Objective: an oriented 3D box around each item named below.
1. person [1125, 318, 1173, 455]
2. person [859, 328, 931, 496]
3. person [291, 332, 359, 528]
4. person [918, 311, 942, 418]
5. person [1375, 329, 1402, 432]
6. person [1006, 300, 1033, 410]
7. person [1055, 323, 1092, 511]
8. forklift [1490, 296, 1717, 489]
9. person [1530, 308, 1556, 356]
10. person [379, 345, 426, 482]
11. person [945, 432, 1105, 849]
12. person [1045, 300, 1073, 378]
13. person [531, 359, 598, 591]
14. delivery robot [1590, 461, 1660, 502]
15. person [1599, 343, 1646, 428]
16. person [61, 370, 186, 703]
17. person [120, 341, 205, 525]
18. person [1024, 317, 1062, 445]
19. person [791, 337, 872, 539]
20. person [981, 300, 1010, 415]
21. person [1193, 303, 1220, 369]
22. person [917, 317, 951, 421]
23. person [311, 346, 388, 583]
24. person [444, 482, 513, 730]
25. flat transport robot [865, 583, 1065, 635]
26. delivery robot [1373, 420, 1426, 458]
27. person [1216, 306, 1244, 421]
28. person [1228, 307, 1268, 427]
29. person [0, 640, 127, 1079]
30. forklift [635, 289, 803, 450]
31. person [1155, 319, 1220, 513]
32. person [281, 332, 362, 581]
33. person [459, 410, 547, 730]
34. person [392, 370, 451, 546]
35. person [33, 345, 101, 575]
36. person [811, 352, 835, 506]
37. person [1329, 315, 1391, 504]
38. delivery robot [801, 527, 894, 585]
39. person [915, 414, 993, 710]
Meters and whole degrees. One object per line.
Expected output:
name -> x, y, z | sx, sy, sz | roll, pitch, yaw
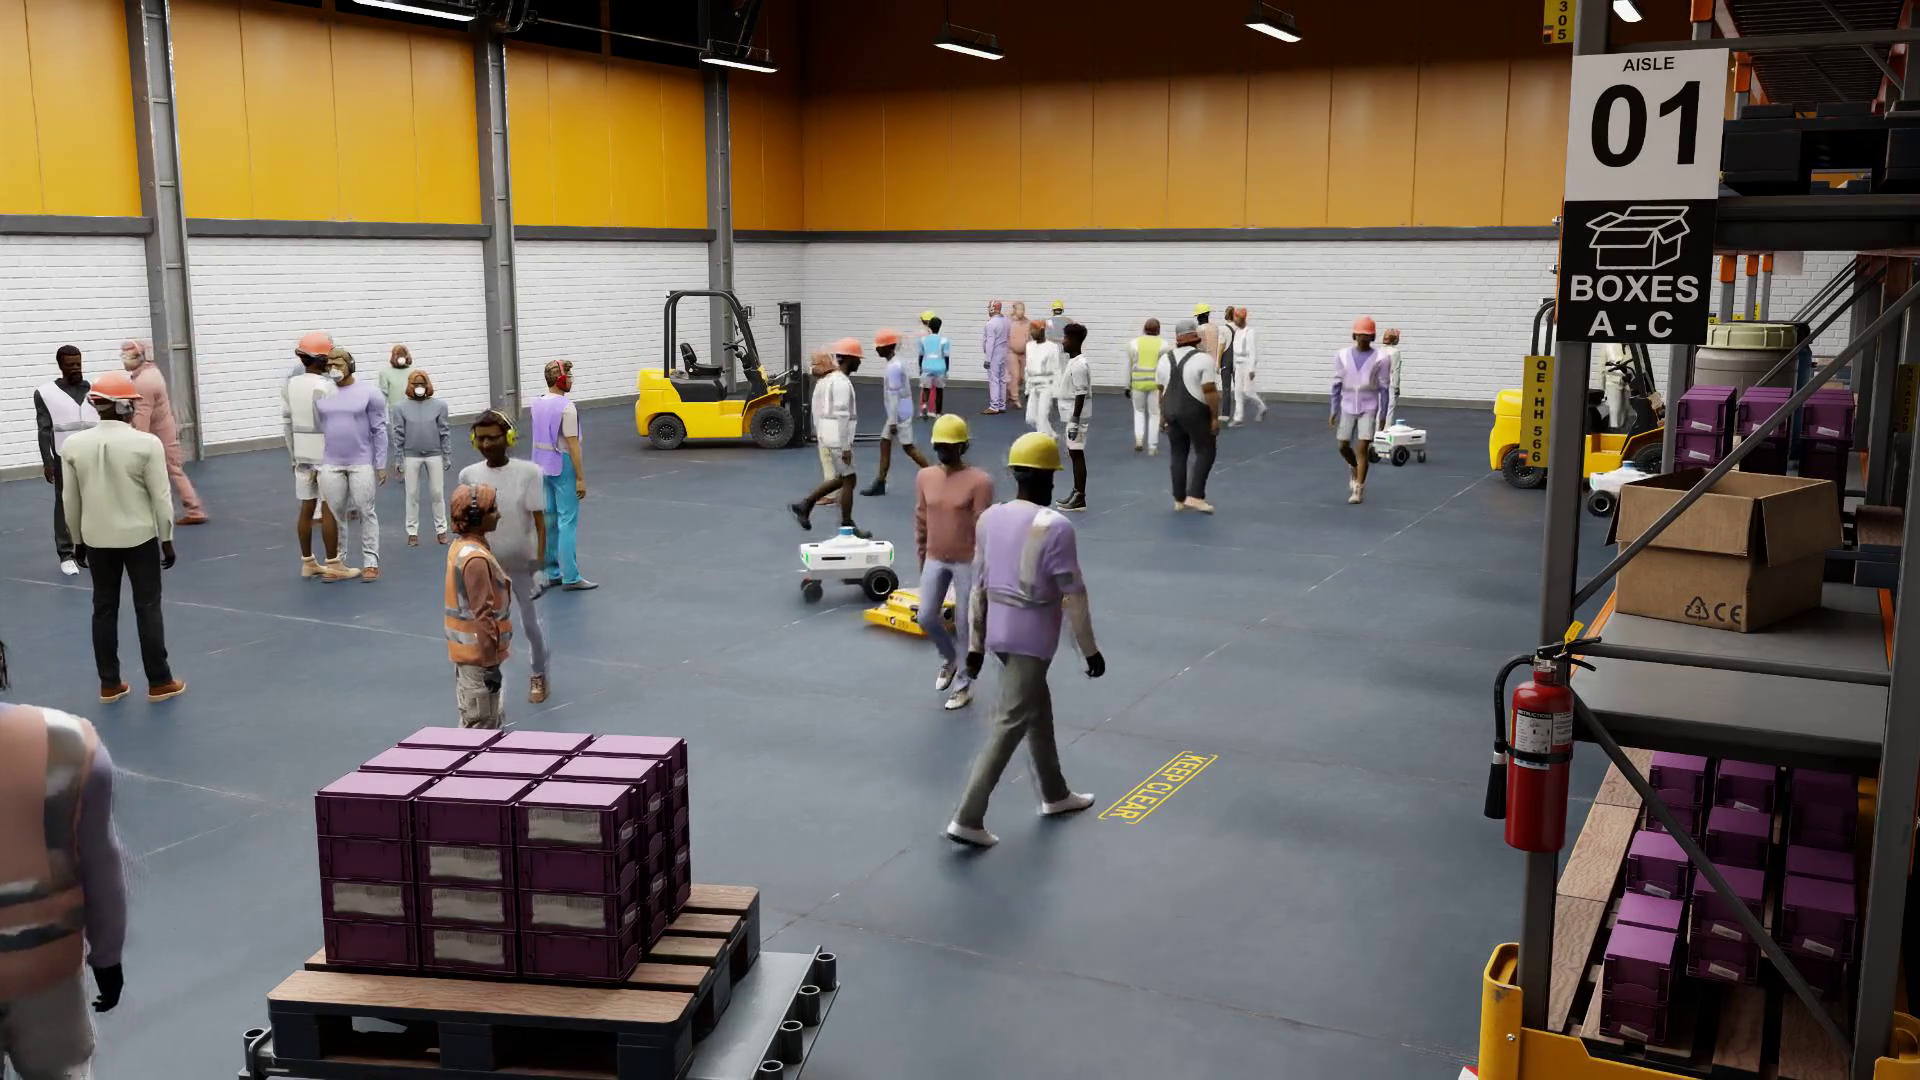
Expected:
person -> 2.535, -2.041, 22.169 | 0.661, 1.824, 0.484 | 2, 10, 12
person -> -0.612, -1.407, 18.367 | 0.960, 1.886, 0.562 | -1, 10, -3
person -> -6.241, -1.107, 16.529 | 0.661, 1.901, 0.929 | 1, 10, 7
person -> -0.451, -2.853, 27.086 | 0.503, 1.755, 0.538 | 2, 10, 9
person -> 5.973, -2.126, 23.207 | 0.312, 1.636, 0.518 | -3, 10, -16
person -> 0.955, -3.212, 28.806 | 0.654, 1.888, 0.690 | -5, 11, -27
person -> 1.194, -1.287, 17.394 | 0.367, 1.966, 0.607 | 0, 10, 0
forklift -> 7.296, -1.677, 18.993 | 2.313, 2.155, 1.214 | 5, 11, 27
person -> 8.327, -2.312, 23.410 | 0.632, 1.940, 0.372 | 6, 12, 32
person -> -6.492, -1.469, 19.466 | 0.523, 1.600, 0.752 | -5, 11, -28
person -> 0.274, 0.446, 7.631 | 0.973, 1.884, 0.590 | -7, 12, -35
person -> 1.786, -3.478, 30.464 | 0.588, 1.834, 0.403 | -2, 10, -13
person -> -3.194, -0.512, 13.254 | 0.567, 1.846, 0.389 | 9, 13, 43
delivery robot -> 6.819, -0.564, 17.009 | 0.707, 0.478, 0.477 | 4, 10, 21
person -> 9.090, -2.143, 22.847 | 0.592, 1.802, 0.893 | 2, 10, 12
person -> -5.006, -0.014, 9.954 | 0.614, 1.990, 0.392 | 0, 10, -2
person -> -7.926, -1.018, 16.209 | 0.975, 1.841, 0.713 | -5, 11, -25
person -> 1.088, -1.914, 21.305 | 0.557, 1.870, 0.594 | -8, 13, -39
person -> -1.198, -0.945, 15.583 | 0.664, 1.911, 0.579 | -1, 10, -8
person -> 0.575, -3.047, 27.757 | 0.410, 1.909, 0.643 | 5, 11, 27
person -> 3.746, -2.683, 25.610 | 0.373, 1.920, 0.585 | 9, 13, 42
person -> -0.422, -2.698, 26.390 | 0.539, 1.677, 0.611 | 1, 10, 9
person -> -4.989, -0.611, 13.564 | 0.635, 1.937, 0.353 | 0, 10, -3
person -> -2.224, 0.549, 7.711 | 0.306, 1.640, 0.522 | -5, 11, -25
flat transport robot -> 0.059, 0.451, 12.235 | 1.431, 0.197, 0.652 | -8, 13, -41
delivery robot -> 5.608, -1.289, 21.217 | 0.707, 0.478, 0.477 | -7, 12, -33
person -> 4.337, -2.817, 26.614 | 0.506, 1.842, 0.342 | -3, 10, -19
person -> 4.482, -2.673, 25.746 | 0.646, 1.862, 0.608 | -4, 11, -22
person -> -2.430, 1.069, 4.155 | 0.626, 1.832, 0.448 | -8, 12, -38
forklift -> -3.358, -2.392, 23.136 | 2.313, 2.155, 1.214 | -1, 10, -5
person -> 2.391, -1.315, 17.345 | 0.760, 2.000, 0.610 | 9, 13, 41
person -> -5.253, -0.679, 13.653 | 0.609, 2.043, 0.397 | 5, 11, 26
person -> -2.600, 0.143, 9.594 | 0.511, 1.812, 1.005 | -1, 10, -4
person -> -4.940, -0.754, 15.299 | 0.502, 1.627, 0.276 | -4, 10, -21
person -> -7.457, -0.683, 14.038 | 0.393, 1.920, 0.591 | 7, 12, 34
person -> -1.465, -1.184, 17.766 | 0.276, 1.632, 0.507 | -1, 10, -7
person -> 4.336, -1.421, 17.986 | 0.631, 2.027, 0.687 | 5, 11, 27
delivery robot -> -0.881, 0.139, 12.952 | 0.707, 0.478, 0.477 | -2, 10, -10
person -> -0.035, 0.125, 9.830 | 0.525, 1.757, 0.409 | 5, 11, 25
